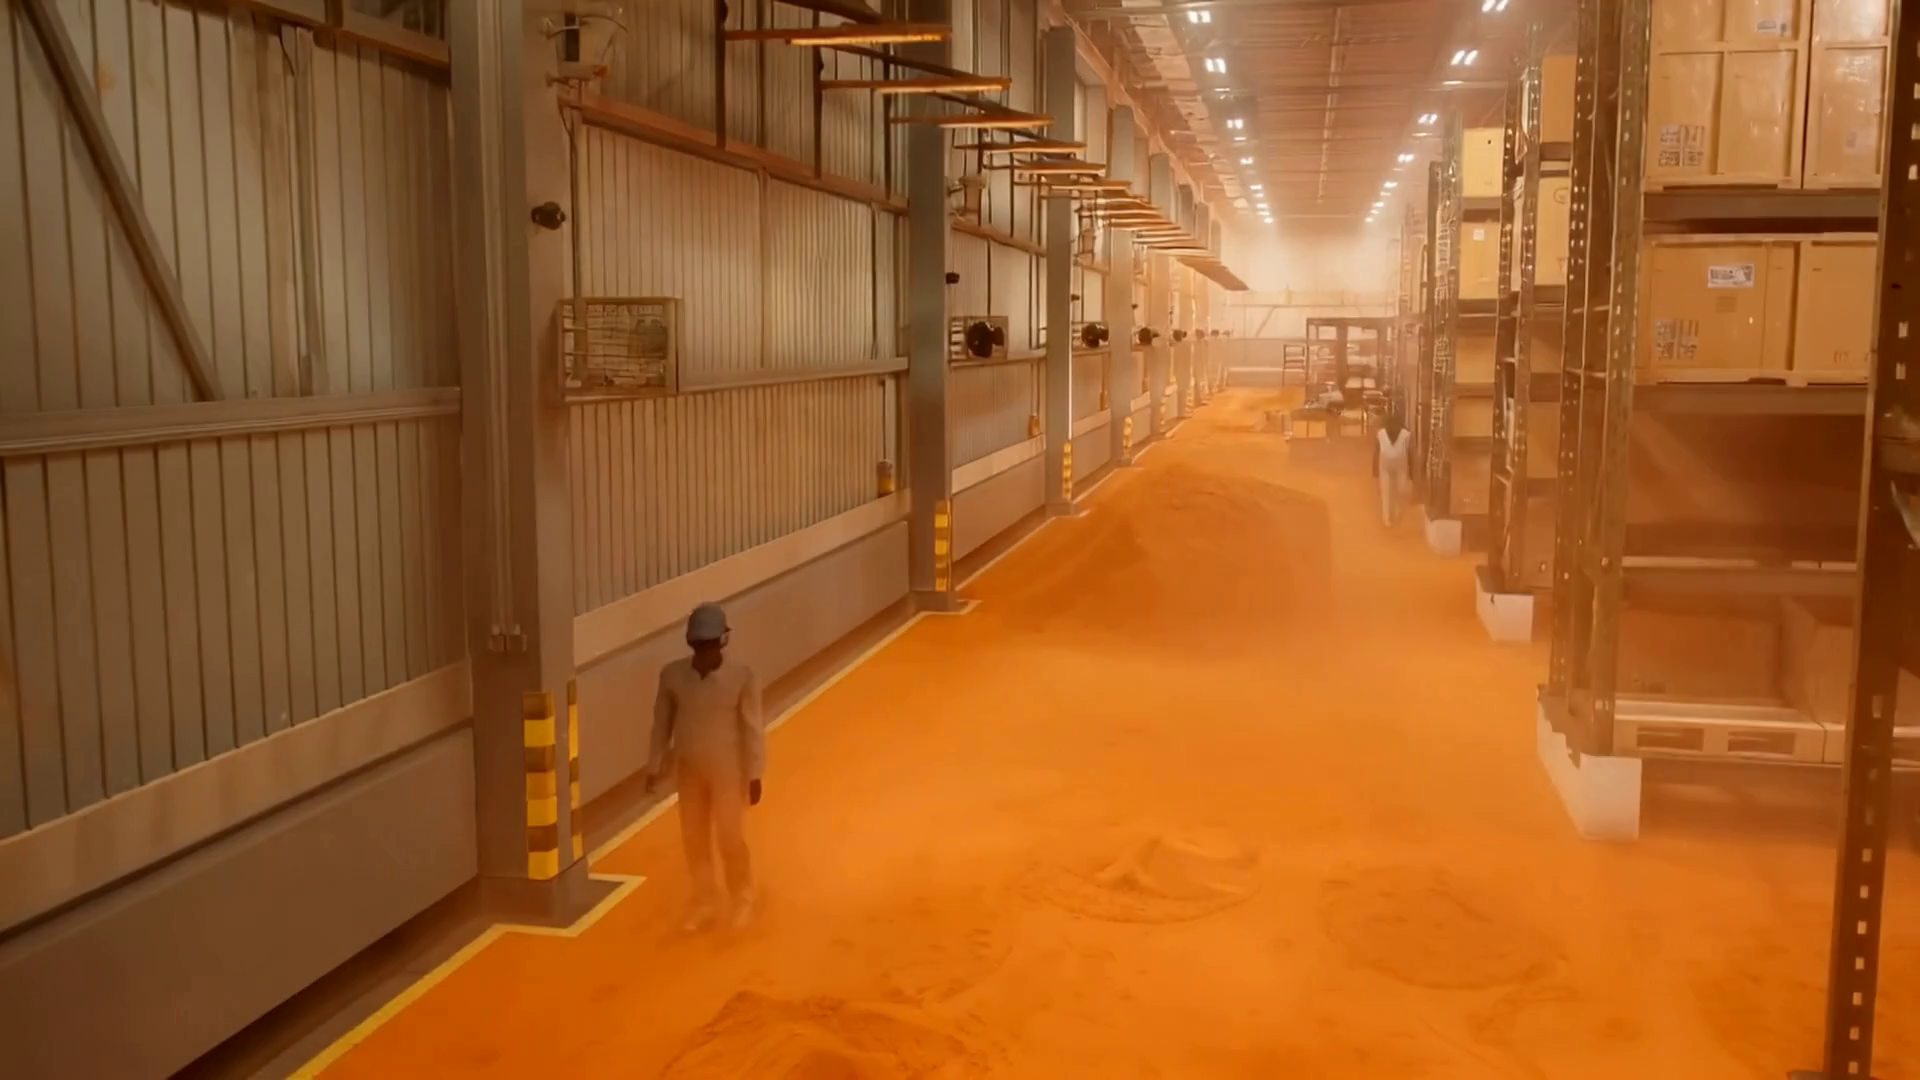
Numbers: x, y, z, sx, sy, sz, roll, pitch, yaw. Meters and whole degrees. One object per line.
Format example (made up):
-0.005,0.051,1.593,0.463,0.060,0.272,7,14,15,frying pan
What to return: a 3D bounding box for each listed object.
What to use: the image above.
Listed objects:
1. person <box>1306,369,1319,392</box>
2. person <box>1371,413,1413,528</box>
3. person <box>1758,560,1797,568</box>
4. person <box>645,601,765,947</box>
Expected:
12.195,-4.991,57.466,0.570,1.840,0.373,-1,7,-9,person
6.816,-1.081,26.236,0.664,1.819,0.681,1,7,11,person
6.865,0.530,14.180,0.522,1.622,0.610,-7,10,-42,person
-1.295,1.176,8.482,0.585,1.746,0.390,2,7,15,person
